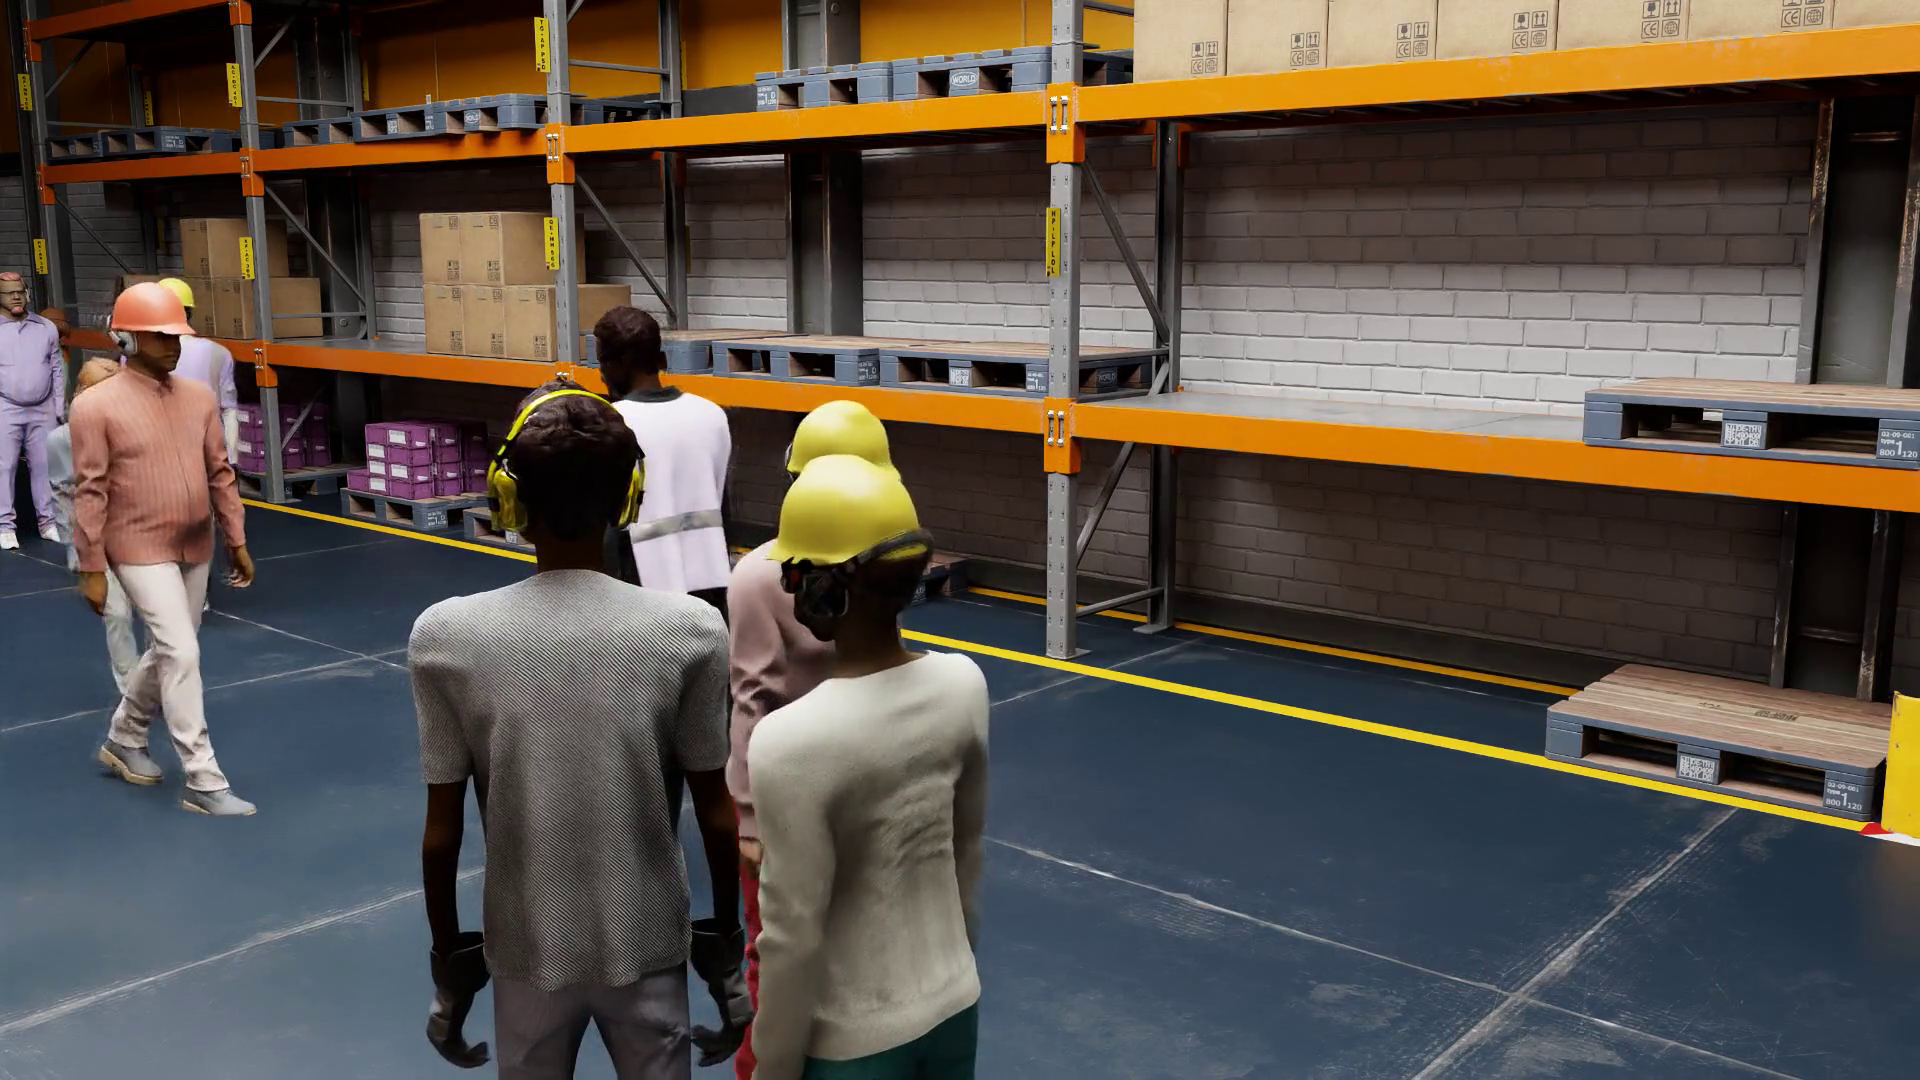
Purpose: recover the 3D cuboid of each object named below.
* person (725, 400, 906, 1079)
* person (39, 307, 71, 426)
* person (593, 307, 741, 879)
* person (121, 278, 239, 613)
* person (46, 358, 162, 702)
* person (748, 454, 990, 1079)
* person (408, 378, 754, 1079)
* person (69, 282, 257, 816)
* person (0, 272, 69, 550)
[{"bbox_3d":[-0.301,0.563,3.697,0.391,1.753,0.559,9,14,43],"label":"person"},{"bbox_3d":[-7.087,-1.002,13.016,0.329,1.615,0.592,-4,11,-21],"label":"person"},{"bbox_3d":[-0.989,0.187,5.480,0.633,1.884,0.594,9,14,42],"label":"person"},{"bbox_3d":[-4.324,-0.499,9.284,0.608,1.913,0.586,-8,13,-40],"label":"person"},{"bbox_3d":[-3.633,0.011,7.221,0.528,1.609,0.356,-8,12,-37],"label":"person"},{"bbox_3d":[-0.153,0.745,2.626,0.330,1.765,0.532,7,12,36],"label":"person"},{"bbox_3d":[-0.598,0.686,2.691,0.526,1.861,0.324,-1,10,-8],"label":"person"},{"bbox_3d":[-3.014,0.030,6.223,0.914,1.973,0.622,4,11,20],"label":"person"},{"bbox_3d":[-6.532,-0.898,11.578,0.410,1.908,0.643,7,12,36],"label":"person"}]
